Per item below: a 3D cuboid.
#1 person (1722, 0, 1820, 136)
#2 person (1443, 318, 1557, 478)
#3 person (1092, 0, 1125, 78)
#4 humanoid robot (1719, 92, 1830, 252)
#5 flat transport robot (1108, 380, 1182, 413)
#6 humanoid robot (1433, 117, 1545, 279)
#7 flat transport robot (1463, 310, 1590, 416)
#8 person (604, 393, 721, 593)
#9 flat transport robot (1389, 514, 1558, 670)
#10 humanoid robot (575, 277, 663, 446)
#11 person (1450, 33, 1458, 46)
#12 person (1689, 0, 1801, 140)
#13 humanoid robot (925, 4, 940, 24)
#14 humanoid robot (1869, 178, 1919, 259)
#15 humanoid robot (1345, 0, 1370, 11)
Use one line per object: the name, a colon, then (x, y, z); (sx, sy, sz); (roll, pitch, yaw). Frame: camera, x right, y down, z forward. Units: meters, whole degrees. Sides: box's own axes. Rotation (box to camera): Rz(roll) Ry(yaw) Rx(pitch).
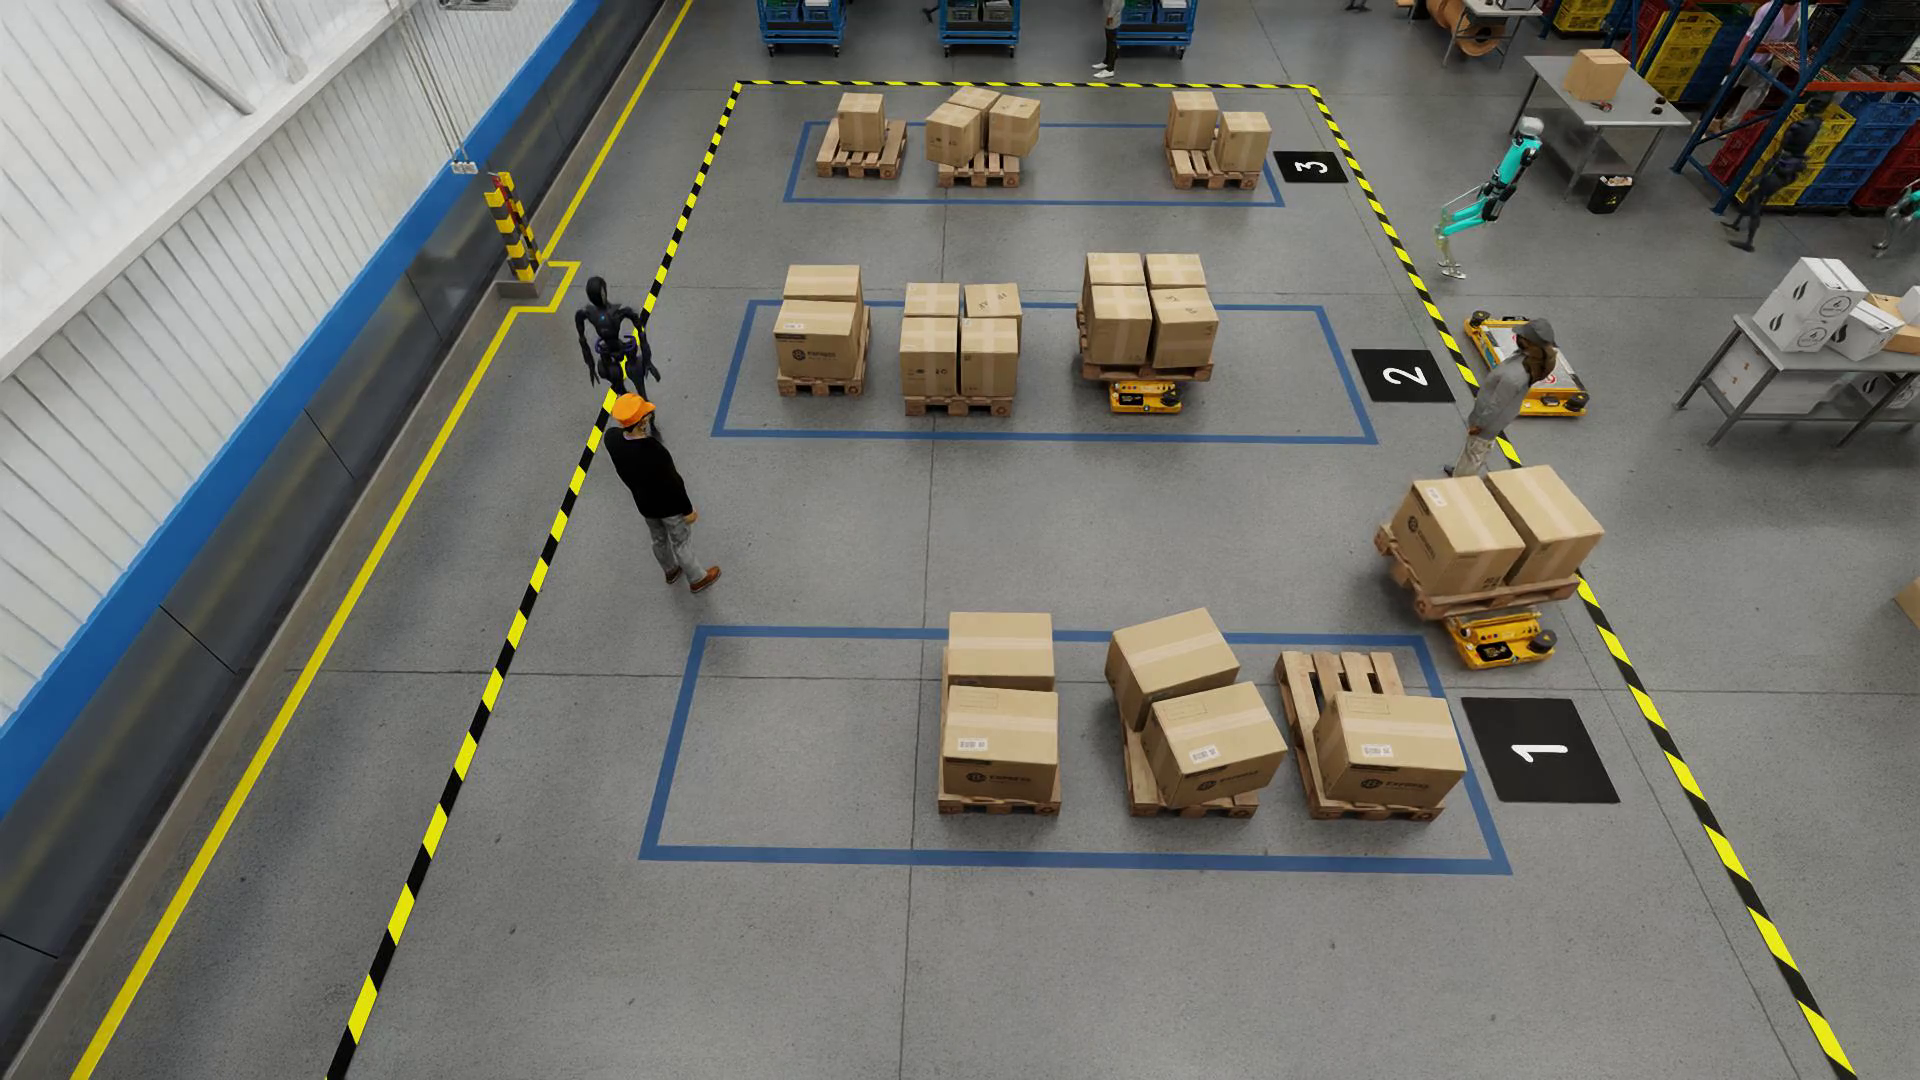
person: (10.509, -6.218, 11.875); (0.623, 1.844, 0.431); (-25, 54, -20)
person: (4.340, -1.028, 7.429); (0.397, 1.768, 0.572); (35, 58, 26)
person: (2.154, -7.603, 13.067); (0.368, 1.852, 0.588); (3, 49, 2)
humanoid robot: (9.088, -4.077, 10.146); (0.601, 1.626, 0.593); (-18, 52, -15)
flat transport robot: (1.773, -1.807, 9.079); (0.652, 0.197, 1.431); (1, 49, 1)
humanoid robot: (5.365, -3.561, 9.555); (0.735, 1.677, 0.533); (10, 50, 8)
flat transport robot: (5.573, -1.757, 9.054); (0.659, 0.231, 1.431); (1, 49, 1)
person: (-2.197, -0.307, 6.734); (0.585, 1.881, 0.373); (22, 53, 18)
flat transport robot: (3.987, 0.335, 7.225); (0.652, 0.197, 1.431); (-8, 50, -7)
humanoid robot: (-2.932, -1.525, 7.924); (0.600, 1.643, 0.541); (-7, 49, -6)
person: (7.968, -8.557, 13.824); (0.365, 1.957, 0.602); (8, 50, 7)
person: (10.126, -6.119, 11.658); (0.615, 2.041, 0.377); (-9, 50, -7)
humanoid robot: (-0.308, -8.960, 14.362); (0.509, 1.642, 0.612); (3, 49, 2)
humanoid robot: (10.659, -3.837, 9.932); (0.847, 1.844, 0.567); (-7, 50, -6)
humanoid robot: (6.649, -9.450, 14.780); (0.338, 1.650, 0.589); (-14, 51, -12)
